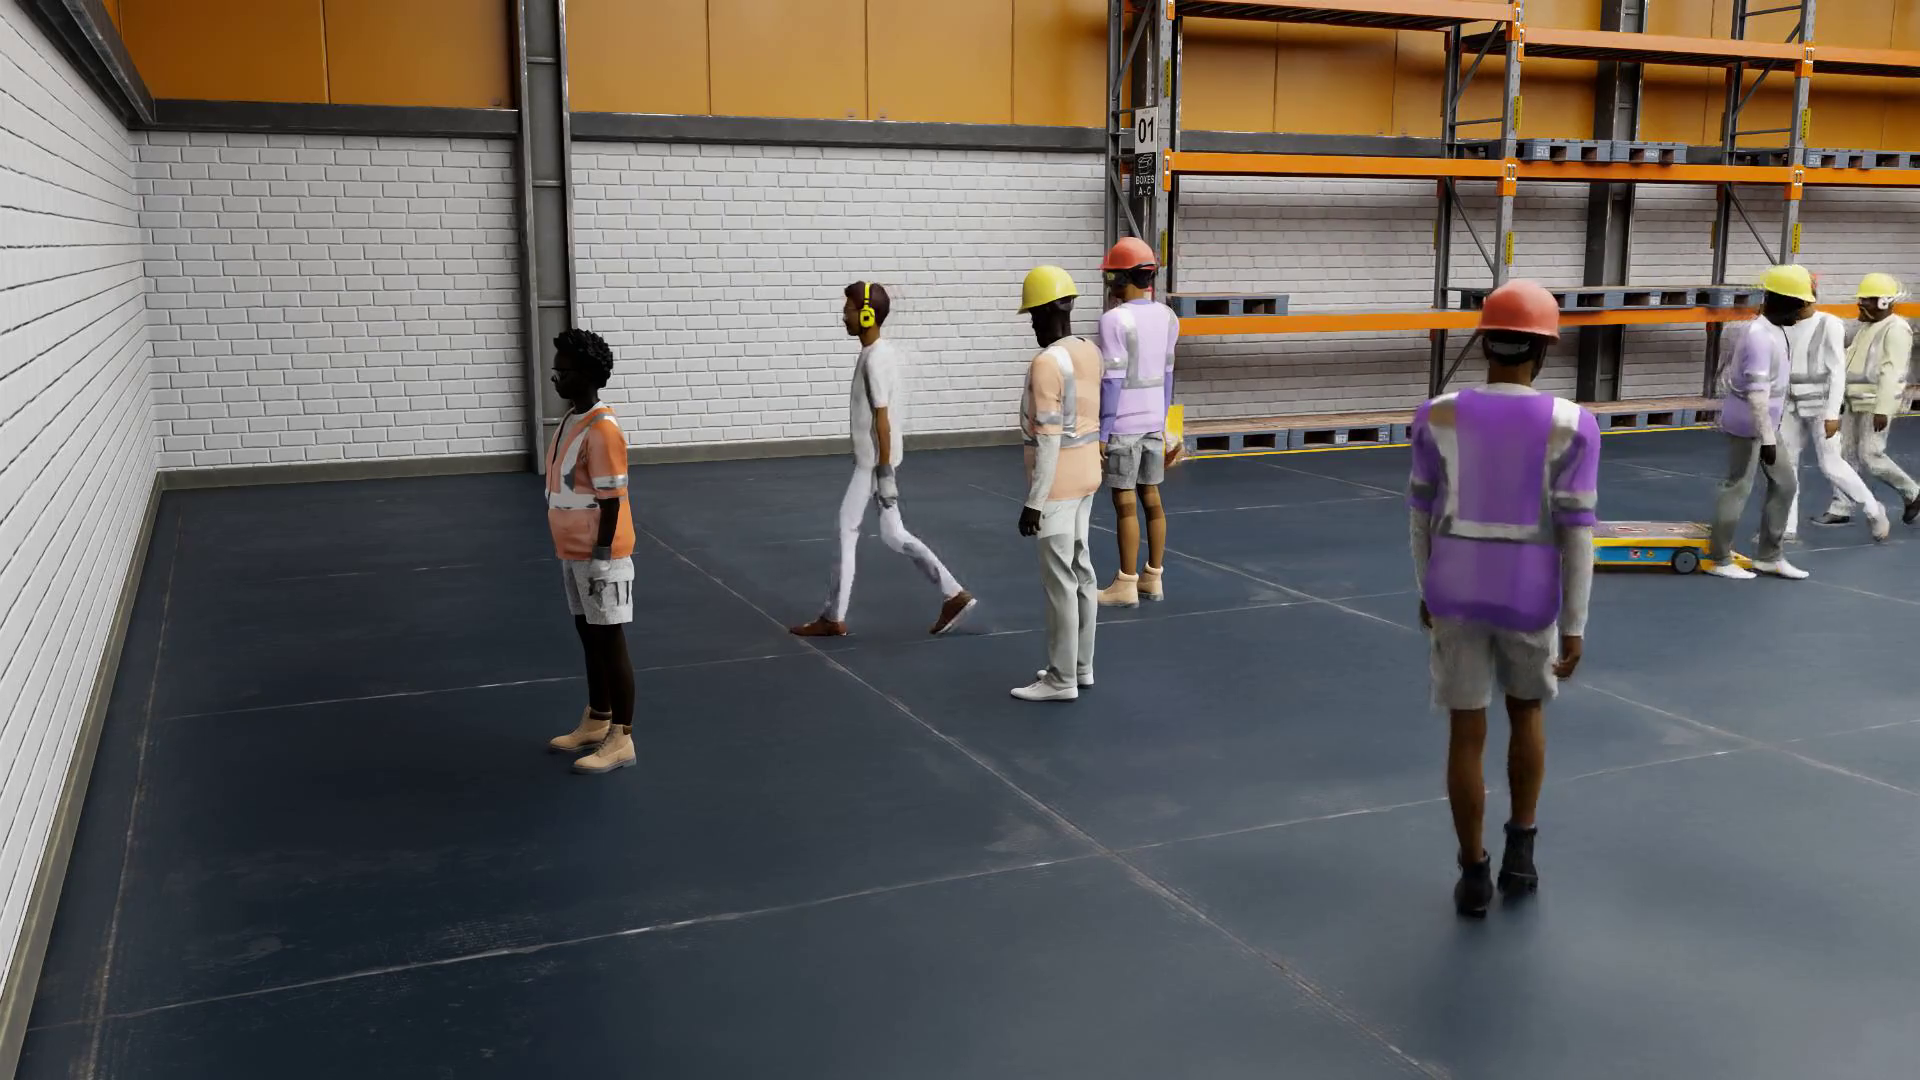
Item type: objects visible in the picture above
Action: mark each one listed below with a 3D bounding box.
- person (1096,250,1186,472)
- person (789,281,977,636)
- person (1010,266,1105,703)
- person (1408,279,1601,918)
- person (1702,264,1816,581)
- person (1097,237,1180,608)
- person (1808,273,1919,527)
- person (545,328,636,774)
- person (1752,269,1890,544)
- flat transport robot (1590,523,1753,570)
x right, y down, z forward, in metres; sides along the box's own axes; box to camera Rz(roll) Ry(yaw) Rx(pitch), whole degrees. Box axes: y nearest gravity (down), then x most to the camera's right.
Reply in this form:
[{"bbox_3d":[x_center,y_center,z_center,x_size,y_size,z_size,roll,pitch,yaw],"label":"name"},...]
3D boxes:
[{"bbox_3d":[1.494,-1.549,14.520,0.937,1.960,0.618,-1,10,-7],"label":"person"},{"bbox_3d":[-0.386,-0.398,8.469,0.922,1.842,0.526,1,10,5],"label":"person"},{"bbox_3d":[0.421,-0.239,7.336,0.382,1.917,0.585,5,11,25],"label":"person"},{"bbox_3d":[1.629,0.174,5.068,0.540,1.911,0.592,3,11,19],"label":"person"},{"bbox_3d":[4.785,-0.672,9.802,0.705,1.891,0.617,8,13,37],"label":"person"},{"bbox_3d":[0.939,-0.643,9.233,0.378,2.045,0.605,10,14,43],"label":"person"},{"bbox_3d":[6.437,-0.962,11.661,0.672,1.810,0.605,0,10,2],"label":"person"},{"bbox_3d":[-1.423,0.040,6.395,0.318,1.697,0.534,-6,12,-28],"label":"person"},{"bbox_3d":[5.782,-0.873,11.085,0.801,1.853,0.608,-2,10,-11],"label":"person"},{"bbox_3d":[4.117,0.027,10.442,1.431,0.197,0.652,1,10,3],"label":"flat transport robot"}]
